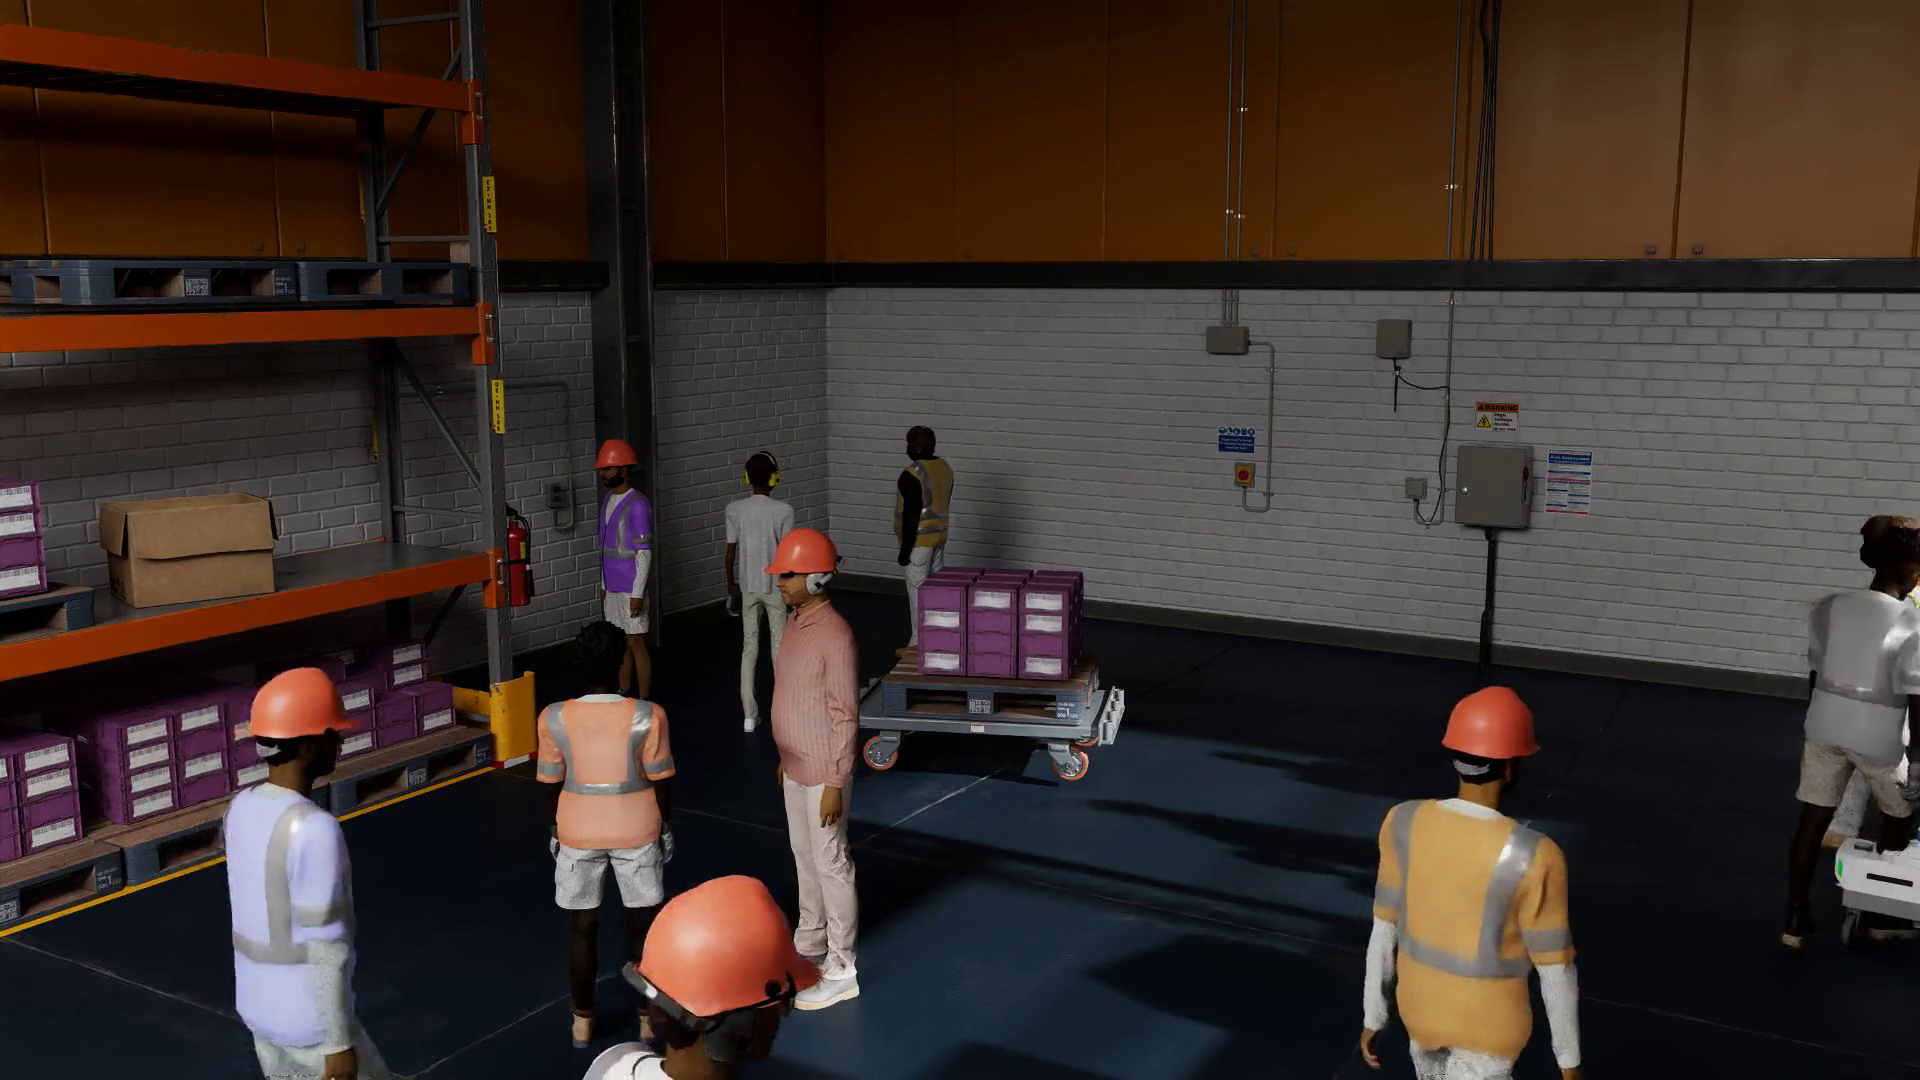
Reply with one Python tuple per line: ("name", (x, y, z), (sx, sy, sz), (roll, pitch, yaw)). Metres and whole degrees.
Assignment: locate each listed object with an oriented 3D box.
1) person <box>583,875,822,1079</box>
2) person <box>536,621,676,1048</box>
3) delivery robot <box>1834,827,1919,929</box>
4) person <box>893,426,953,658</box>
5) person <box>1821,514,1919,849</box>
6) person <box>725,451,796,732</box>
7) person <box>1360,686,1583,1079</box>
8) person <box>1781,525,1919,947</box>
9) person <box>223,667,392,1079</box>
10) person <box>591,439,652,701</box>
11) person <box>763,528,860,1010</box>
("person", (-0.520, 1.570, 2.885), (0.830, 2.023, 0.613), (-8, 12, -41))
("person", (-1.368, 1.151, 6.500), (0.535, 1.700, 0.318), (0, 9, -2))
("delivery robot", (4.315, 1.526, 7.431), (0.707, 0.478, 0.477), (7, 11, 36))
("person", (-0.308, 0.016, 13.140), (0.429, 1.842, 0.635), (5, 10, 29))
("person", (4.817, 0.779, 8.473), (0.825, 1.812, 0.625), (6, 11, 33))
("person", (-1.295, 0.347, 10.986), (0.520, 1.874, 0.332), (2, 9, 13))
("person", (1.462, 1.345, 4.729), (1.023, 1.879, 0.573), (-8, 12, -42))
("person", (4.112, 0.886, 7.472), (0.821, 1.912, 0.619), (-5, 11, -30))
("person", (-1.863, 1.318, 4.761), (0.574, 1.924, 0.416), (8, 12, 42))
("person", (-2.264, 0.290, 11.130), (0.360, 1.938, 0.545), (-7, 12, -39))
("person", (-0.616, 0.935, 6.928), (0.382, 1.995, 0.612), (-5, 10, -27))
